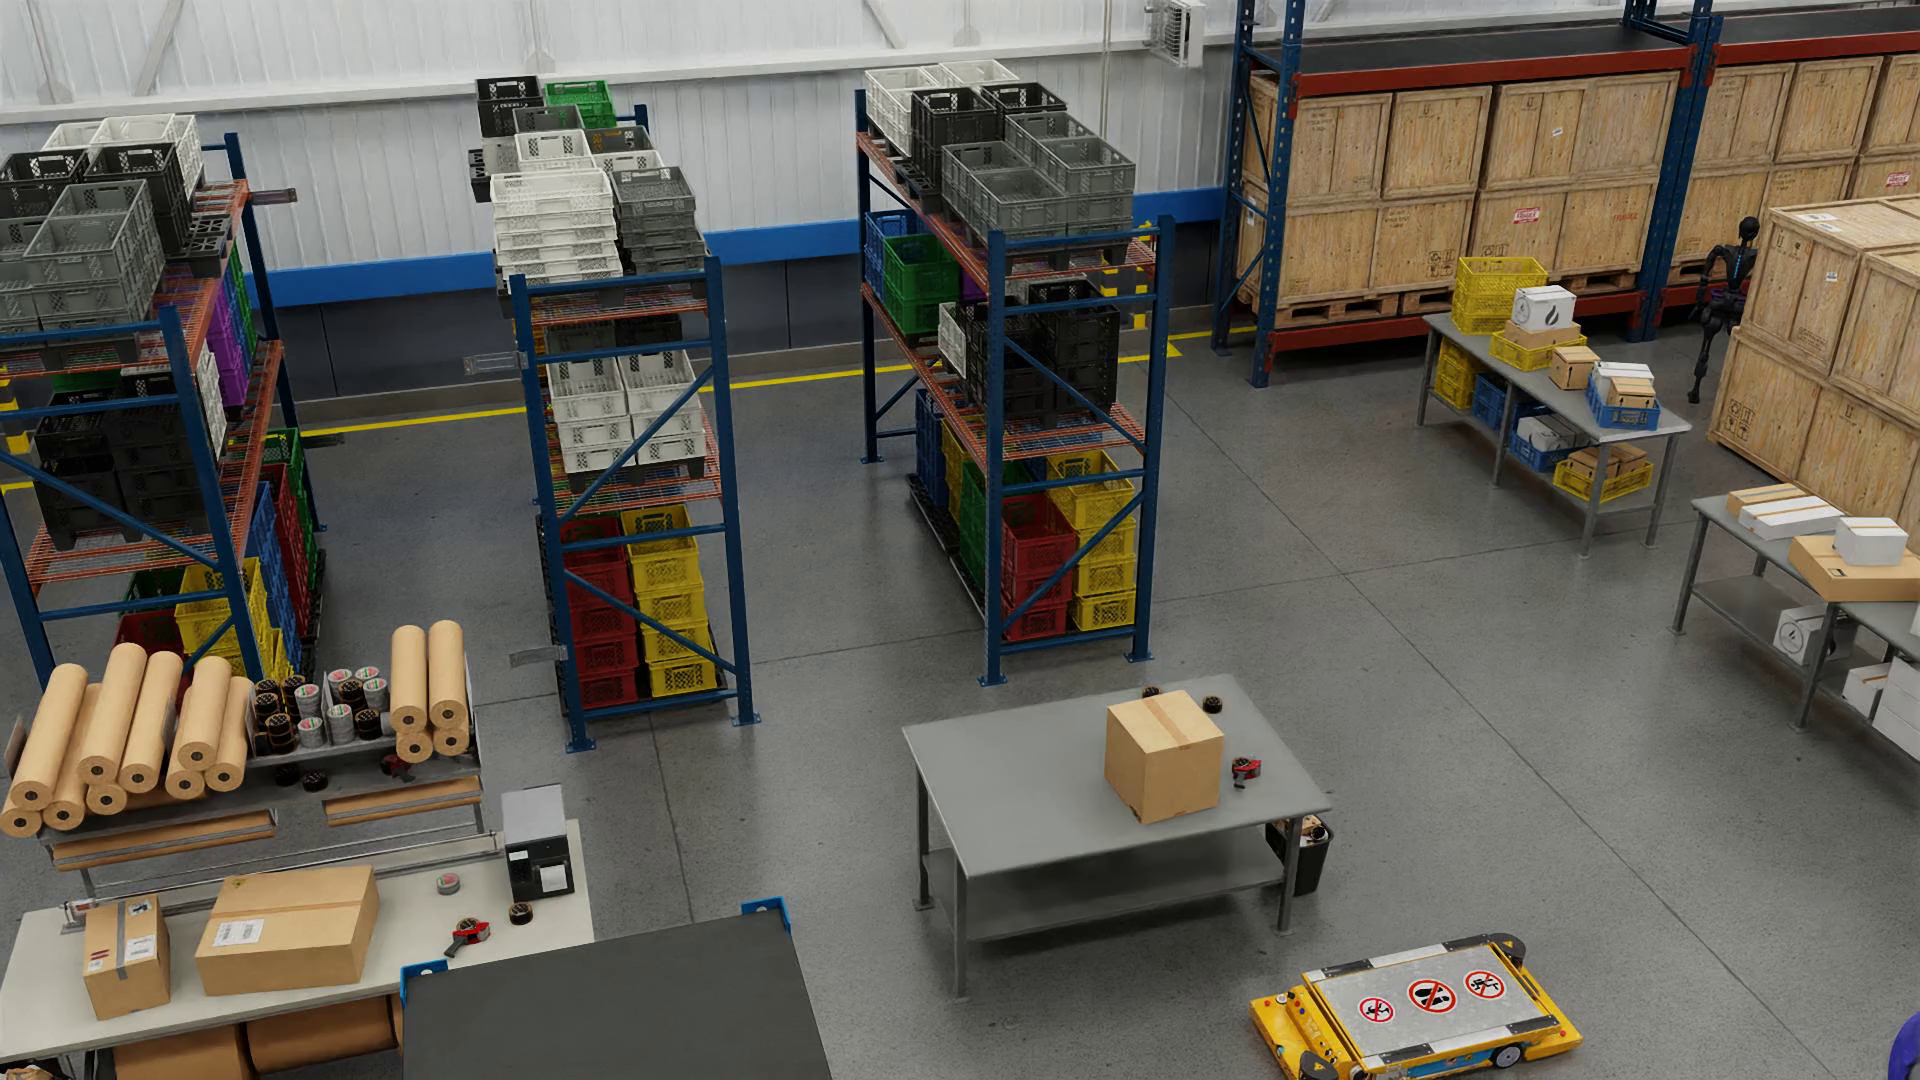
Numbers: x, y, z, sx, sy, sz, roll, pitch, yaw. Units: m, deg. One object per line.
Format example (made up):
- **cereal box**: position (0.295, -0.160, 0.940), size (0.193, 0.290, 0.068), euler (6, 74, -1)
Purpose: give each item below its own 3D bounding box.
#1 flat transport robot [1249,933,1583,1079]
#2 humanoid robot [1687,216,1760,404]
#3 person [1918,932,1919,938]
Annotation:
- **flat transport robot**: position (2.184, 2.282, 7.980), size (1.431, 0.197, 0.652), euler (-8, 30, -14)
- **humanoid robot**: position (6.586, -1.963, 14.256), size (0.611, 1.657, 0.315), euler (15, 32, 25)
- **person**: position (5.161, 1.232, 8.243), size (0.351, 1.882, 0.582), euler (18, 34, 29)
